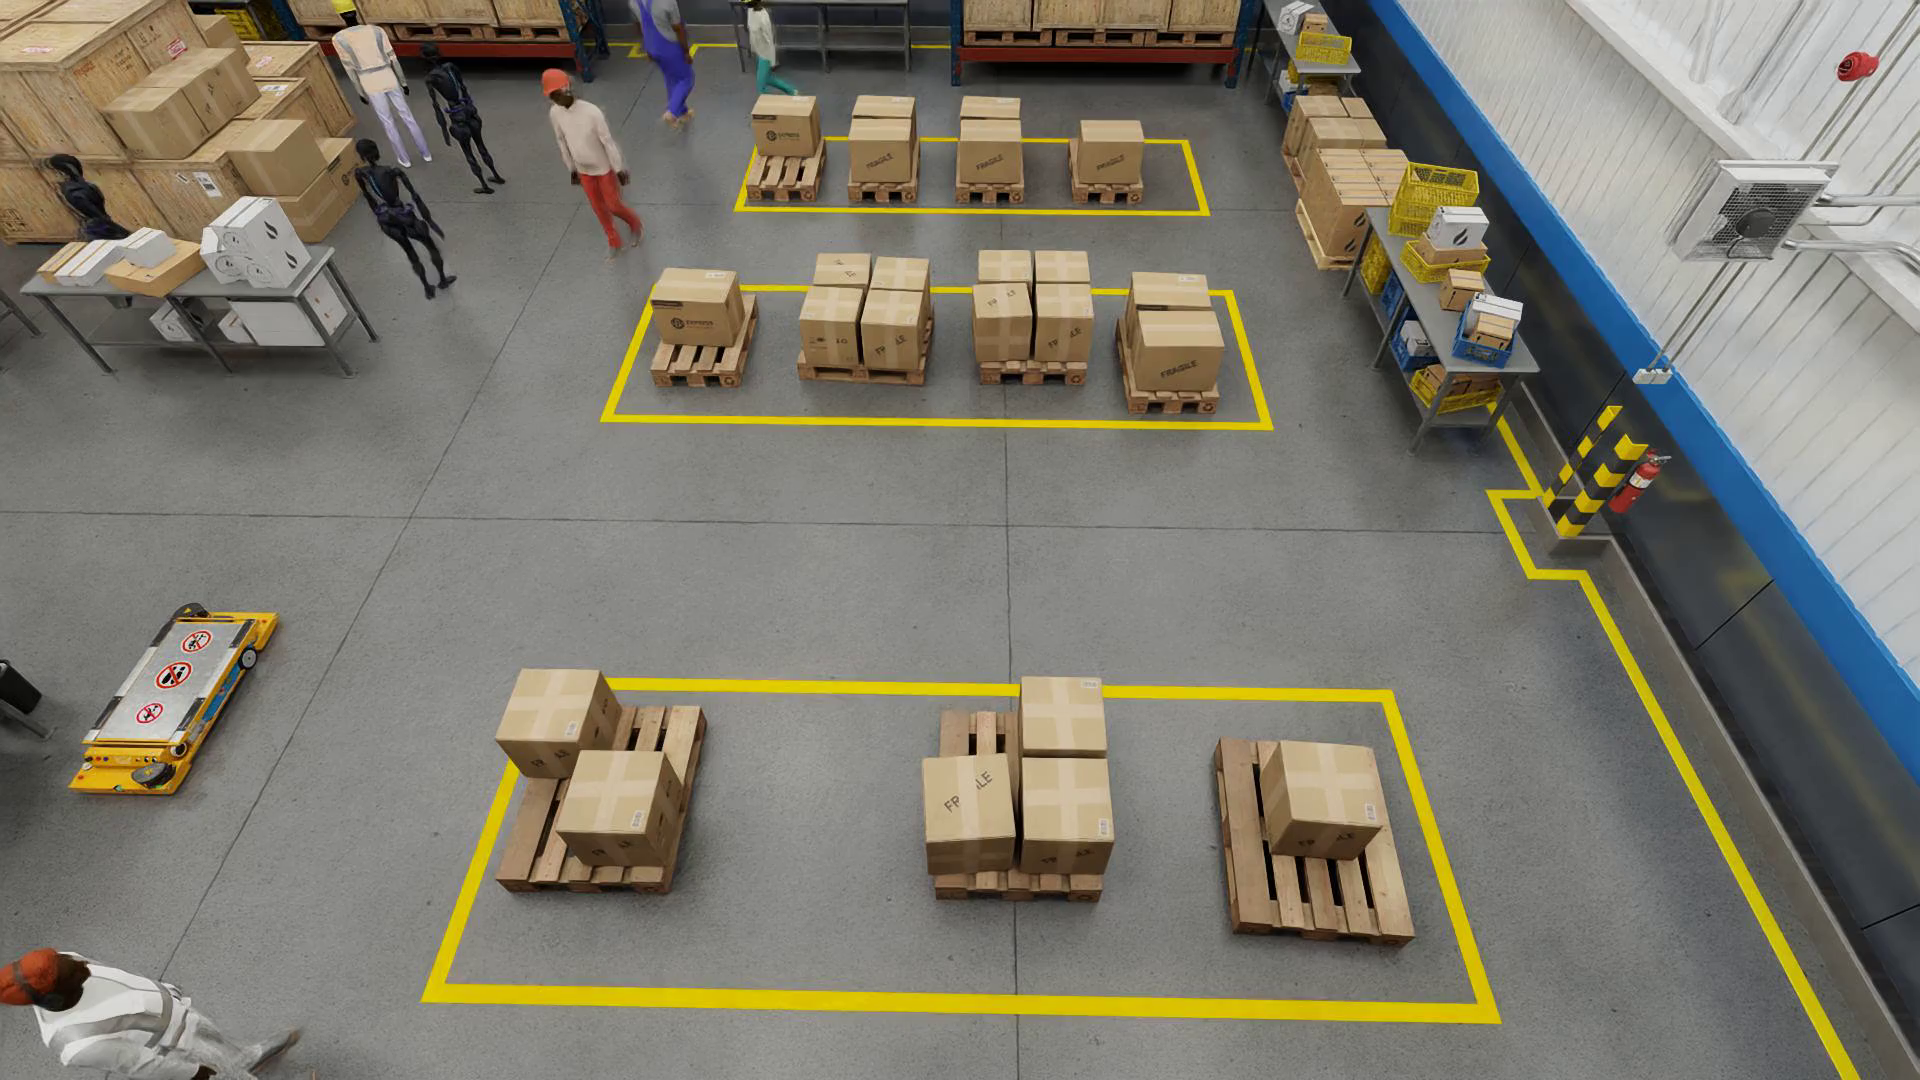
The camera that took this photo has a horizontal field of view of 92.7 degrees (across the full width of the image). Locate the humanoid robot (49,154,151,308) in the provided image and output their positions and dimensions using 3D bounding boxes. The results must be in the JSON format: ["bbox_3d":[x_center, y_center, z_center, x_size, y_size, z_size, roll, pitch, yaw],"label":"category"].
[{"bbox_3d":[-8.333,-3.000,9.018,0.815,1.618,0.549,-21,53,-17],"label":"humanoid robot"}]

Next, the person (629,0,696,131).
[{"bbox_3d":[-3.686,-6.159,11.419,0.691,2.000,0.677,22,53,18],"label":"person"}]

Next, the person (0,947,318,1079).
[{"bbox_3d":[-3.765,2.333,4.334,0.582,1.883,0.338,36,59,27],"label":"person"}]

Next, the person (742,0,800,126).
[{"bbox_3d":[-2.441,-6.192,11.648,0.687,1.727,0.550,-21,53,-17],"label":"person"}]

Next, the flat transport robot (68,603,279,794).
[{"bbox_3d":[-5.504,1.072,6.442,0.652,0.197,1.431,1,50,1],"label":"flat transport robot"}]

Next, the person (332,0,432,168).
[{"bbox_3d":[-6.877,-5.413,10.871,0.579,1.919,0.399,-35,58,-26],"label":"person"}]

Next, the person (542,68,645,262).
[{"bbox_3d":[-3.803,-3.899,9.578,0.696,1.960,0.518,10,51,9],"label":"person"}]

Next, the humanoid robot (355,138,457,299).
[{"bbox_3d":[-5.557,-3.212,9.167,0.655,1.649,0.418,0,50,0],"label":"humanoid robot"}]

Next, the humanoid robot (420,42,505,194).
[{"bbox_3d":[-5.738,-4.834,10.532,0.320,1.651,0.582,12,51,10],"label":"humanoid robot"}]
